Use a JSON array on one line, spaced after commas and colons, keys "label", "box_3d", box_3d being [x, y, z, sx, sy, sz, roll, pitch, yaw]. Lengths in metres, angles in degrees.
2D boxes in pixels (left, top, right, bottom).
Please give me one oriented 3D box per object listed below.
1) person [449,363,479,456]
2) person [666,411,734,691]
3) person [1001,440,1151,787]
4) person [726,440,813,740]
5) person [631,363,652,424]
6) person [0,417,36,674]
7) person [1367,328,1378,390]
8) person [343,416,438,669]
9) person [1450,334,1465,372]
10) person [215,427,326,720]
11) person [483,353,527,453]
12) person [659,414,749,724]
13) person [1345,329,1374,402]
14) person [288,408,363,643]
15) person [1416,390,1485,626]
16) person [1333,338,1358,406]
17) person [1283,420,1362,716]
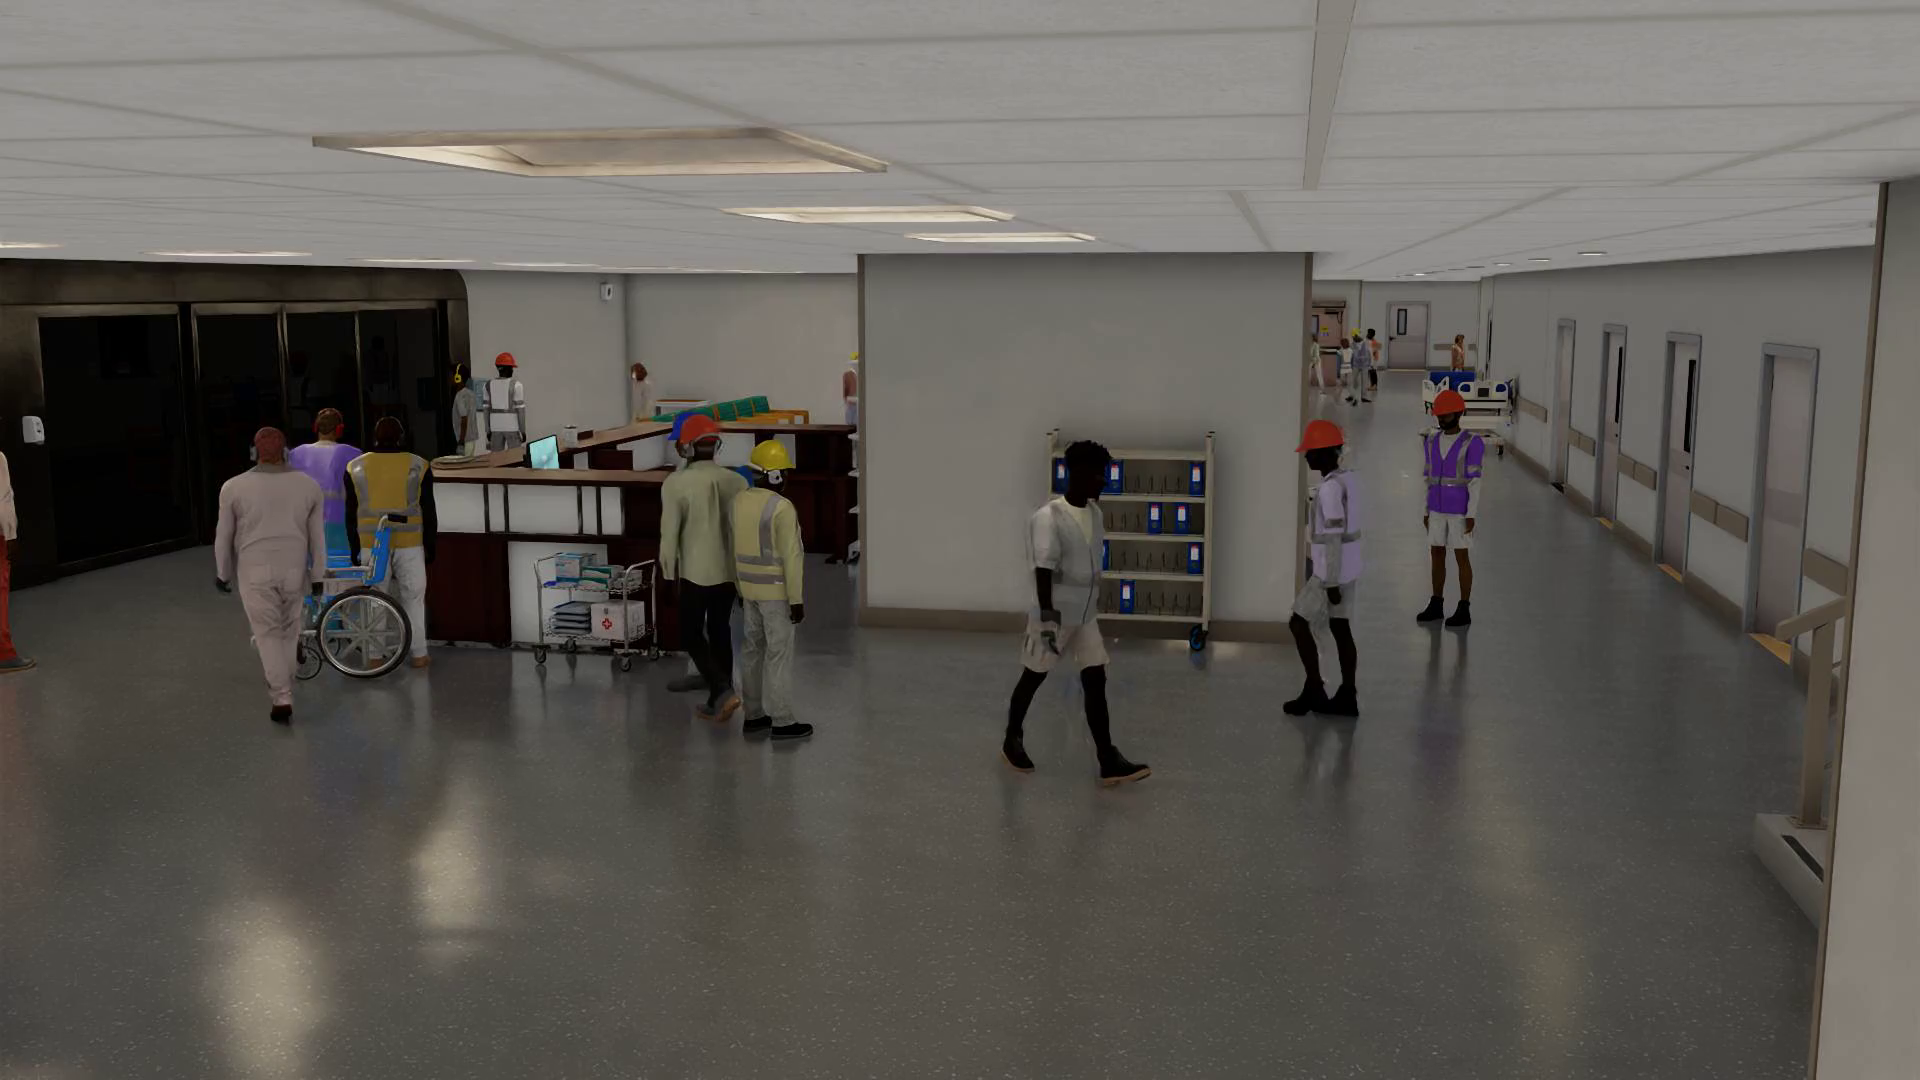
[{"label": "person", "box_3d": [-5.870, -1.148, 19.665, 0.334, 1.873, 0.521, 0, 9, -3]}, {"label": "person", "box_3d": [-1.738, 0.099, 11.209, 0.452, 1.936, 0.635, -5, 10, -32]}, {"label": "person", "box_3d": [0.591, 0.401, 9.225, 0.699, 1.917, 0.999, -8, 12, -43]}, {"label": "person", "box_3d": [-1.153, 0.302, 10.162, 0.600, 1.831, 0.404, 8, 12, 43]}, {"label": "person", "box_3d": [-4.915, -1.933, 25.711, 0.388, 1.616, 0.501, -8, 12, -42]}, {"label": "person", "box_3d": [-6.974, -0.037, 11.876, 0.622, 1.992, 0.395, 3, 9, 16]}, {"label": "person", "box_3d": [11.193, -4.901, 45.192, 0.321, 1.690, 0.547, 0, 9, -2]}, {"label": "person", "box_3d": [-4.089, 0.028, 11.996, 0.628, 1.835, 0.429, -2, 9, -15]}, {"label": "person", "box_3d": [12.243, -4.238, 40.928, 0.515, 1.642, 0.314, -8, 12, -43]}, {"label": "person", "box_3d": [-4.445, 0.199, 10.762, 0.636, 1.867, 0.985, -7, 11, -39]}, {"label": "person", "box_3d": [-5.836, -1.440, 21.400, 0.552, 1.930, 0.373, 1, 9, 9]}, {"label": "person", "box_3d": [-1.554, 0.206, 10.370, 0.656, 1.969, 0.631, -7, 11, -39]}, {"label": "person", "box_3d": [9.722, -4.232, 40.449, 0.671, 1.782, 0.410, 3, 9, 18]}, {"label": "person", "box_3d": [-4.951, -0.130, 13.128, 0.579, 1.808, 0.858, 0, 9, -3]}, {"label": "person", "box_3d": [3.990, -0.262, 13.606, 0.379, 1.930, 0.537, -7, 11, -38]}, {"label": "person", "box_3d": [9.098, -3.956, 39.179, 0.516, 1.611, 0.808, -3, 9, -18]}, {"label": "person", "box_3d": [2.319, 0.187, 10.665, 0.608, 1.908, 0.544, 5, 10, 30]}]
